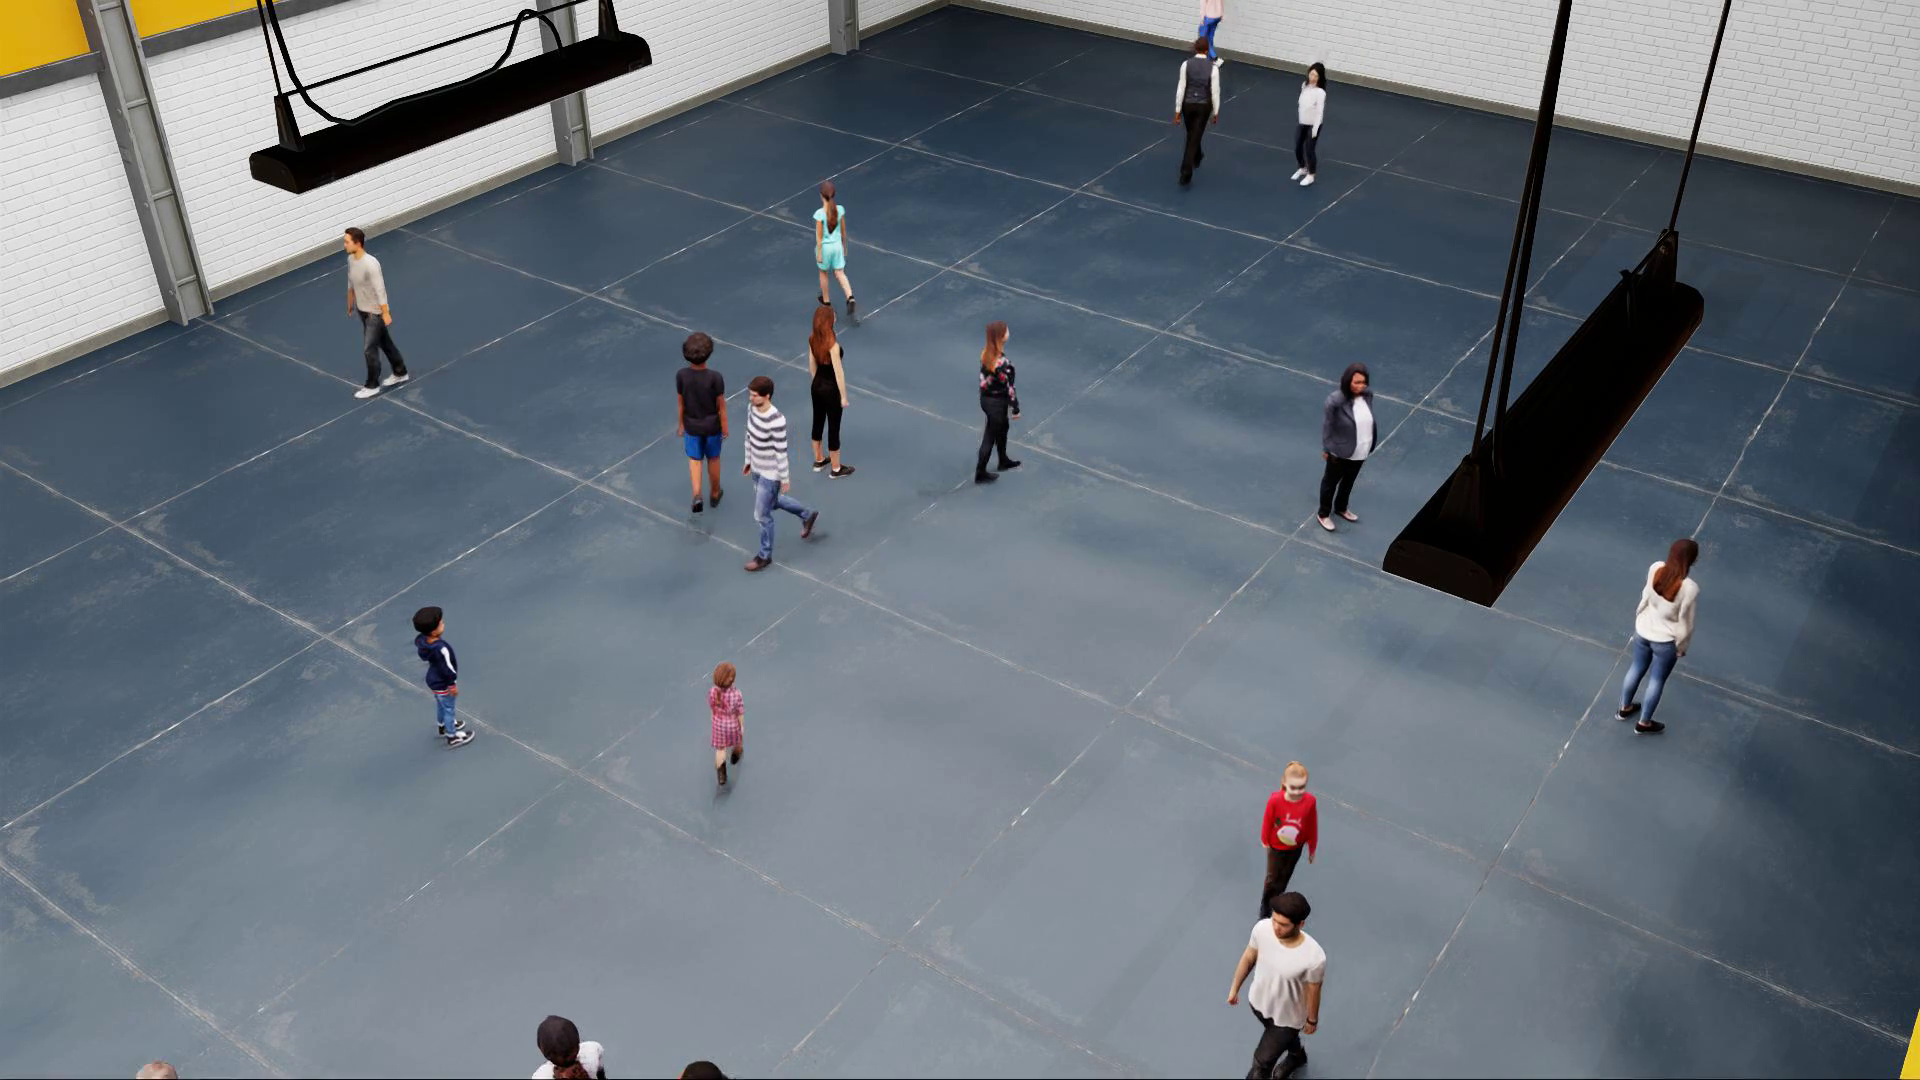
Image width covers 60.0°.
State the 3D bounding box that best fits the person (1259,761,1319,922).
[{"bbox_3d":[2.153,1.960,11.015,0.617,1.273,0.676,-3,34,-5],"label":"person"}]

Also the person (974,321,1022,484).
[{"bbox_3d":[0.249,-1.249,15.489,0.881,1.664,0.784,-15,36,-21],"label":"person"}]

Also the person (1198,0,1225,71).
[{"bbox_3d":[3.915,-8.002,25.569,0.932,1.752,0.903,-19,38,-26],"label":"person"}]

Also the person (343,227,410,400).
[{"bbox_3d":[-5.952,-2.389,17.089,0.943,1.791,0.768,-29,43,-36],"label":"person"}]

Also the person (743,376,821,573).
[{"bbox_3d":[-1.580,-0.635,14.421,1.184,1.823,0.921,-20,38,-27],"label":"person"}]

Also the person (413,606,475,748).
[{"bbox_3d":[-3.898,1.016,12.480,0.576,1.222,0.569,-21,39,-28],"label":"person"}]

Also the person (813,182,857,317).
[{"bbox_3d":[-1.412,-3.233,18.584,0.965,1.543,0.843,-20,38,-27],"label":"person"}]

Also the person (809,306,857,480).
[{"bbox_3d":[-1.263,-1.398,15.661,0.571,1.721,0.607,-28,43,-35],"label":"person"}]

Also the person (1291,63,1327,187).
[{"bbox_3d":[4.613,-5.461,21.821,0.738,1.669,0.736,-11,35,-17],"label":"person"}]

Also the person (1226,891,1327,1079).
[{"bbox_3d":[1.893,2.641,9.624,1.166,1.679,0.853,-24,41,-32],"label":"person"}]

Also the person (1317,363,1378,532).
[{"bbox_3d":[3.482,-0.854,14.956,0.733,1.596,0.833,-19,38,-26],"label":"person"}]

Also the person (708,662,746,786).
[{"bbox_3d":[-1.729,1.343,12.182,0.638,1.007,0.782,3,34,4],"label":"person"}]

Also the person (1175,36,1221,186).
[{"bbox_3d":[3.083,-5.596,21.846,0.893,1.865,1.355,14,36,20],"label":"person"}]

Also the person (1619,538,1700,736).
[{"bbox_3d":[5.264,0.712,12.514,0.715,1.691,0.712,-15,36,-21],"label":"person"}]

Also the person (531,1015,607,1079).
[{"bbox_3d":[-1.954,3.163,8.832,1.074,1.685,0.881,-23,40,-30],"label":"person"}]

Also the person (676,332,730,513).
[{"bbox_3d":[-2.340,-1.007,15.018,0.886,1.783,1.009,1,34,2],"label":"person"}]
